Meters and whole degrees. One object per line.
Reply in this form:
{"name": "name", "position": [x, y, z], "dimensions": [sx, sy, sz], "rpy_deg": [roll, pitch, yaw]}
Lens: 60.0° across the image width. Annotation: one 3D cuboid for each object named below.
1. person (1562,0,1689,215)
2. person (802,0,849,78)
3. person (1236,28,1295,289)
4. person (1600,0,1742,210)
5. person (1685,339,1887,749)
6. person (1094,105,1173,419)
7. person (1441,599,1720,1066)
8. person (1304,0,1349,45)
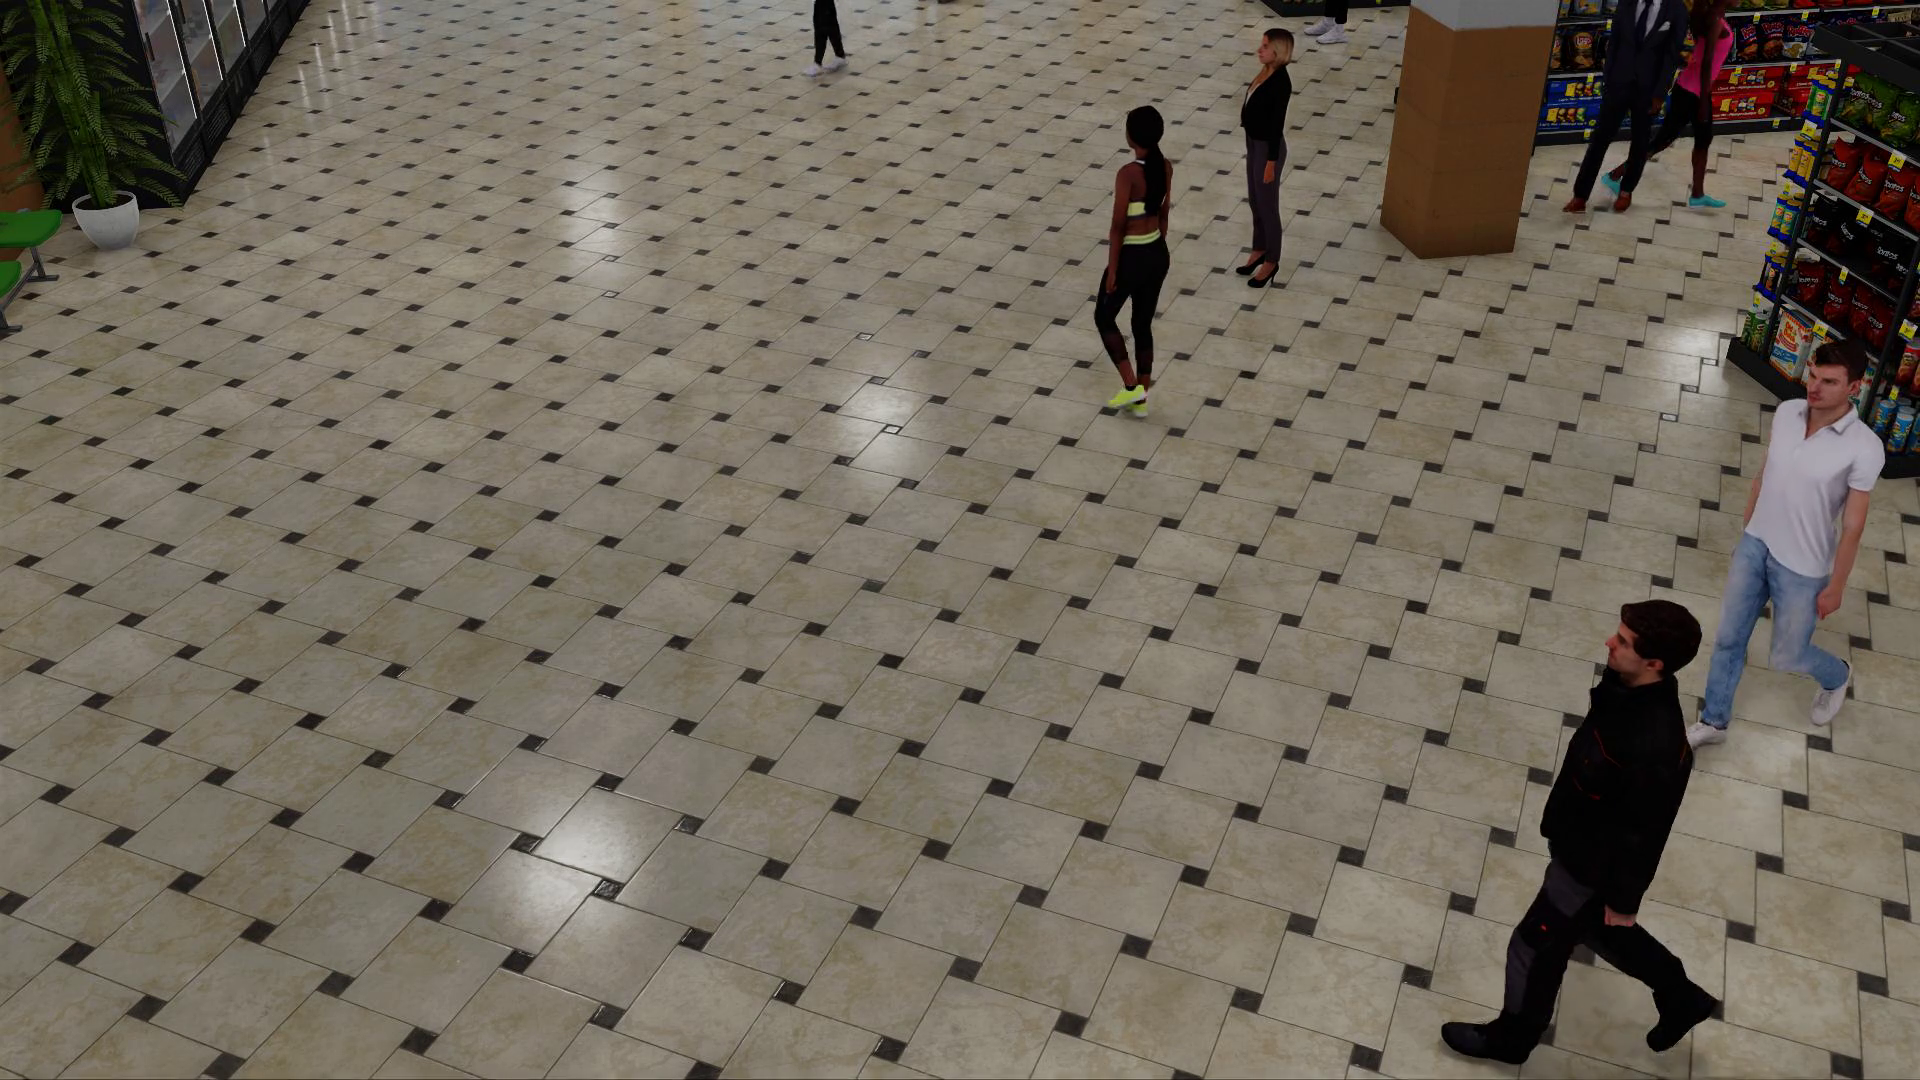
{"name": "person", "position": [4.818, -3.207, 11.802], "dimensions": [1.119, 1.789, 1.171], "rpy_deg": [20, 37, 29]}
{"name": "person", "position": [-1.131, -5.004, 14.811], "dimensions": [0.910, 1.662, 1.001], "rpy_deg": [25, 40, 34]}
{"name": "person", "position": [1.985, -2.456, 10.712], "dimensions": [0.554, 1.666, 0.593], "rpy_deg": [-3, 32, -5]}
{"name": "person", "position": [5.110, -3.170, 11.840], "dimensions": [1.179, 1.687, 0.991], "rpy_deg": [12, 34, 18]}
{"name": "person", "position": [3.312, 0.056, 6.515], "dimensions": [1.066, 1.834, 0.797], "rpy_deg": [-12, 34, -18]}
{"name": "person", "position": [1.021, -1.445, 9.016], "dimensions": [0.677, 1.741, 0.761], "rpy_deg": [-20, 37, -28]}
{"name": "person", "position": [2.049, 0.958, 5.084], "dimensions": [1.191, 1.814, 1.000], "rpy_deg": [8, 33, 13]}
{"name": "person", "position": [3.577, -5.639, 15.685], "dimensions": [0.540, 1.817, 0.660], "rpy_deg": [-5, 32, -8]}
